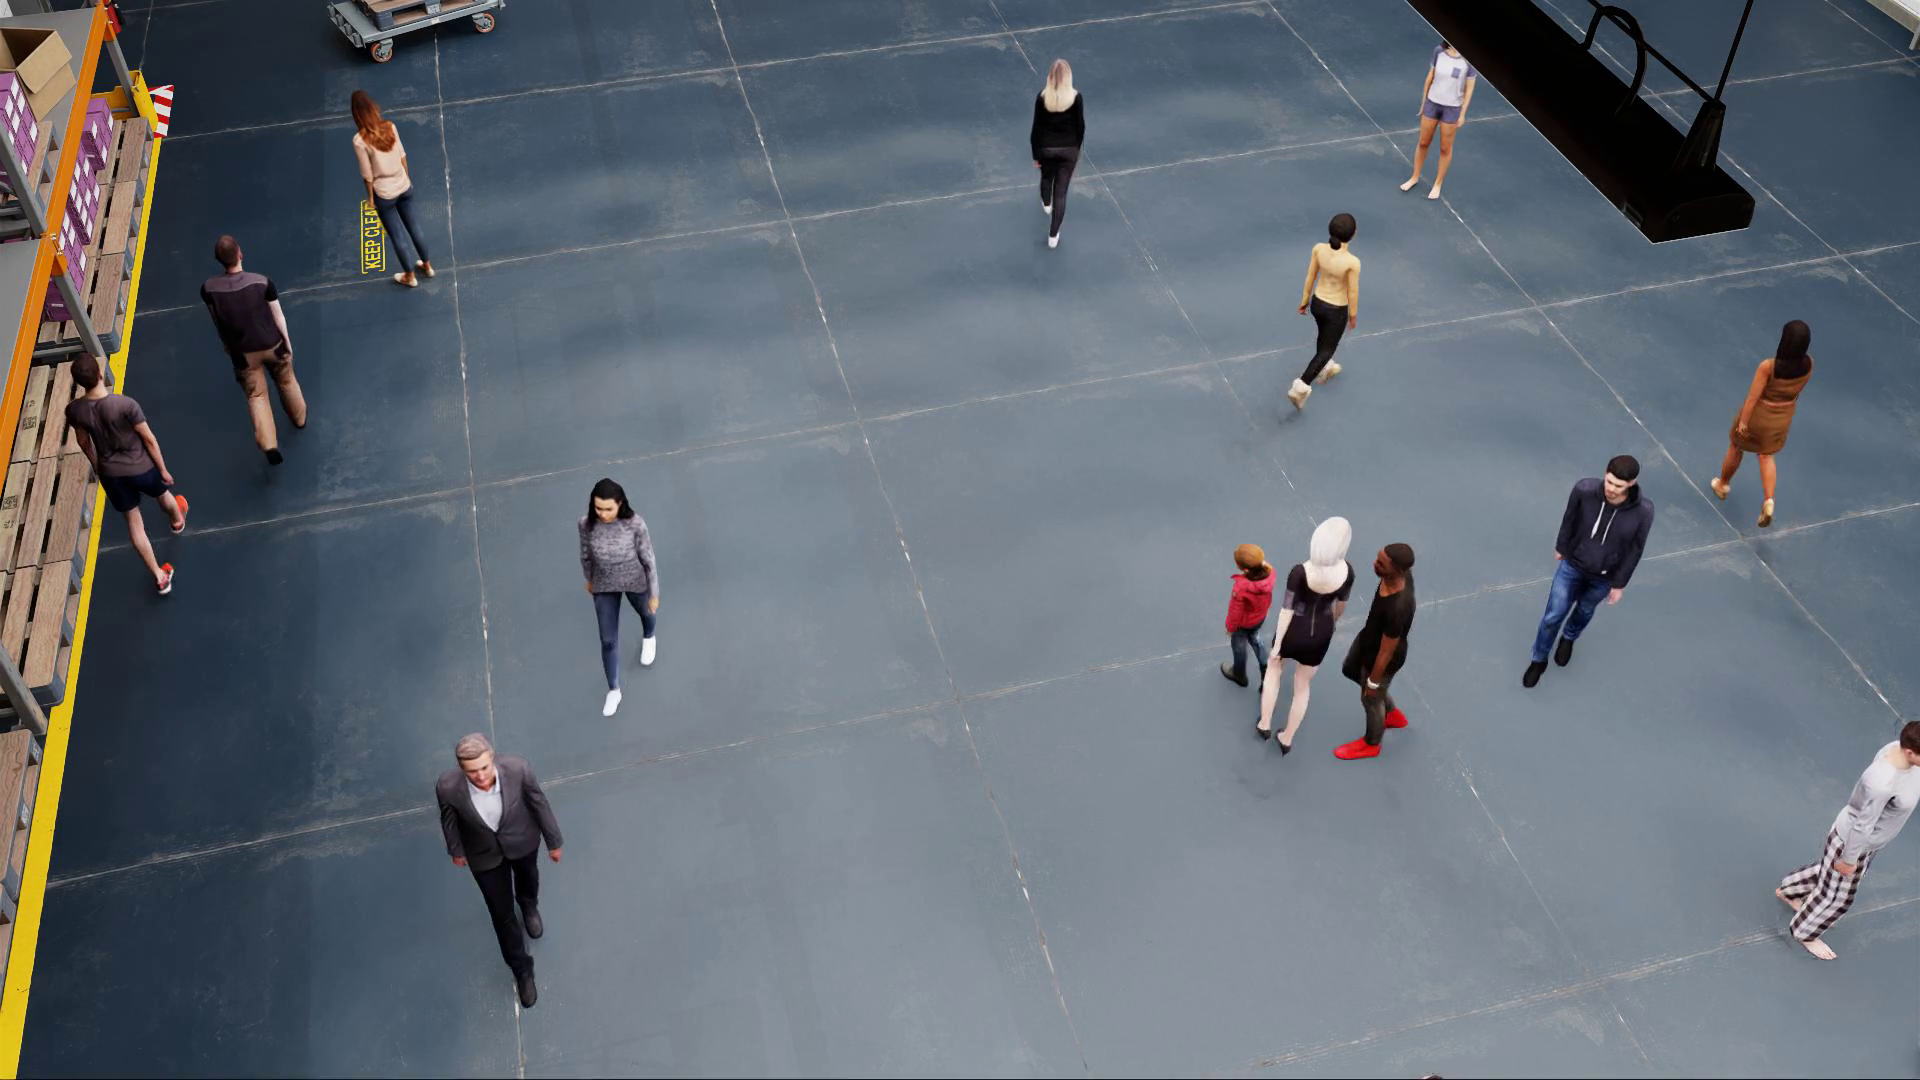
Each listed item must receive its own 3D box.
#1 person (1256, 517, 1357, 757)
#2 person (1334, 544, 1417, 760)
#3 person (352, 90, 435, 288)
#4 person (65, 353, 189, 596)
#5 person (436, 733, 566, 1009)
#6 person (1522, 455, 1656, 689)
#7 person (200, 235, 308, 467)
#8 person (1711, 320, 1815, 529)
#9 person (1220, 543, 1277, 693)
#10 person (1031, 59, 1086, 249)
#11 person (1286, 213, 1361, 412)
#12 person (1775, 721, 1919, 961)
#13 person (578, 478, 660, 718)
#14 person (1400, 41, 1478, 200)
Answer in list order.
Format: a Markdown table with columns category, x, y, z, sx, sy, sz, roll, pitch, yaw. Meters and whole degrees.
| category | x | y | z | sx | sy | sz | roll | pitch | yaw |
| --- | --- | --- | --- | --- | --- | --- | --- | --- | --- |
| person | 2.107 | 0.652 | 10.182 | 0.671 | 1.795 | 0.688 | -12 | 45 | -12 |
| person | 2.630 | 0.675 | 10.161 | 0.878 | 1.791 | 0.787 | 2 | 44 | 2 |
| person | -4.773 | -2.938 | 13.955 | 0.695 | 1.790 | 0.671 | 31 | 52 | 29 |
| person | -5.658 | -0.408 | 11.290 | 0.692 | 1.802 | 1.136 | -10 | 44 | -10 |
| person | -2.535 | 1.614 | 9.161 | 0.867 | 1.812 | 1.078 | -18 | 46 | -18 |
| person | 4.102 | 0.104 | 10.708 | 0.958 | 1.864 | 1.022 | 20 | 47 | 20 |
| person | -5.223 | -1.391 | 12.311 | 0.678 | 1.818 | 1.078 | -11 | 45 | -11 |
| person | 5.750 | -0.802 | 11.797 | 0.676 | 1.674 | 0.985 | -4 | 44 | -4 |
| person | 1.904 | 0.536 | 10.665 | 0.663 | 1.297 | 0.776 | -26 | 49 | -25 |
| person | 0.840 | -3.309 | 14.442 | 0.849 | 1.654 | 1.106 | 5 | 44 | 5 |
| person | 2.803 | -1.740 | 12.812 | 0.989 | 1.631 | 1.074 | -34 | 53 | -30 |
| person | 4.940 | 1.591 | 9.152 | 0.837 | 1.856 | 0.785 | 34 | 53 | 30 |
| person | -2.153 | 0.208 | 10.717 | 0.823 | 1.701 | 1.095 | 0 | 44 | 0 |
| person | 4.377 | -3.915 | 15.023 | 0.641 | 1.731 | 0.722 | 26 | 50 | 25 |
